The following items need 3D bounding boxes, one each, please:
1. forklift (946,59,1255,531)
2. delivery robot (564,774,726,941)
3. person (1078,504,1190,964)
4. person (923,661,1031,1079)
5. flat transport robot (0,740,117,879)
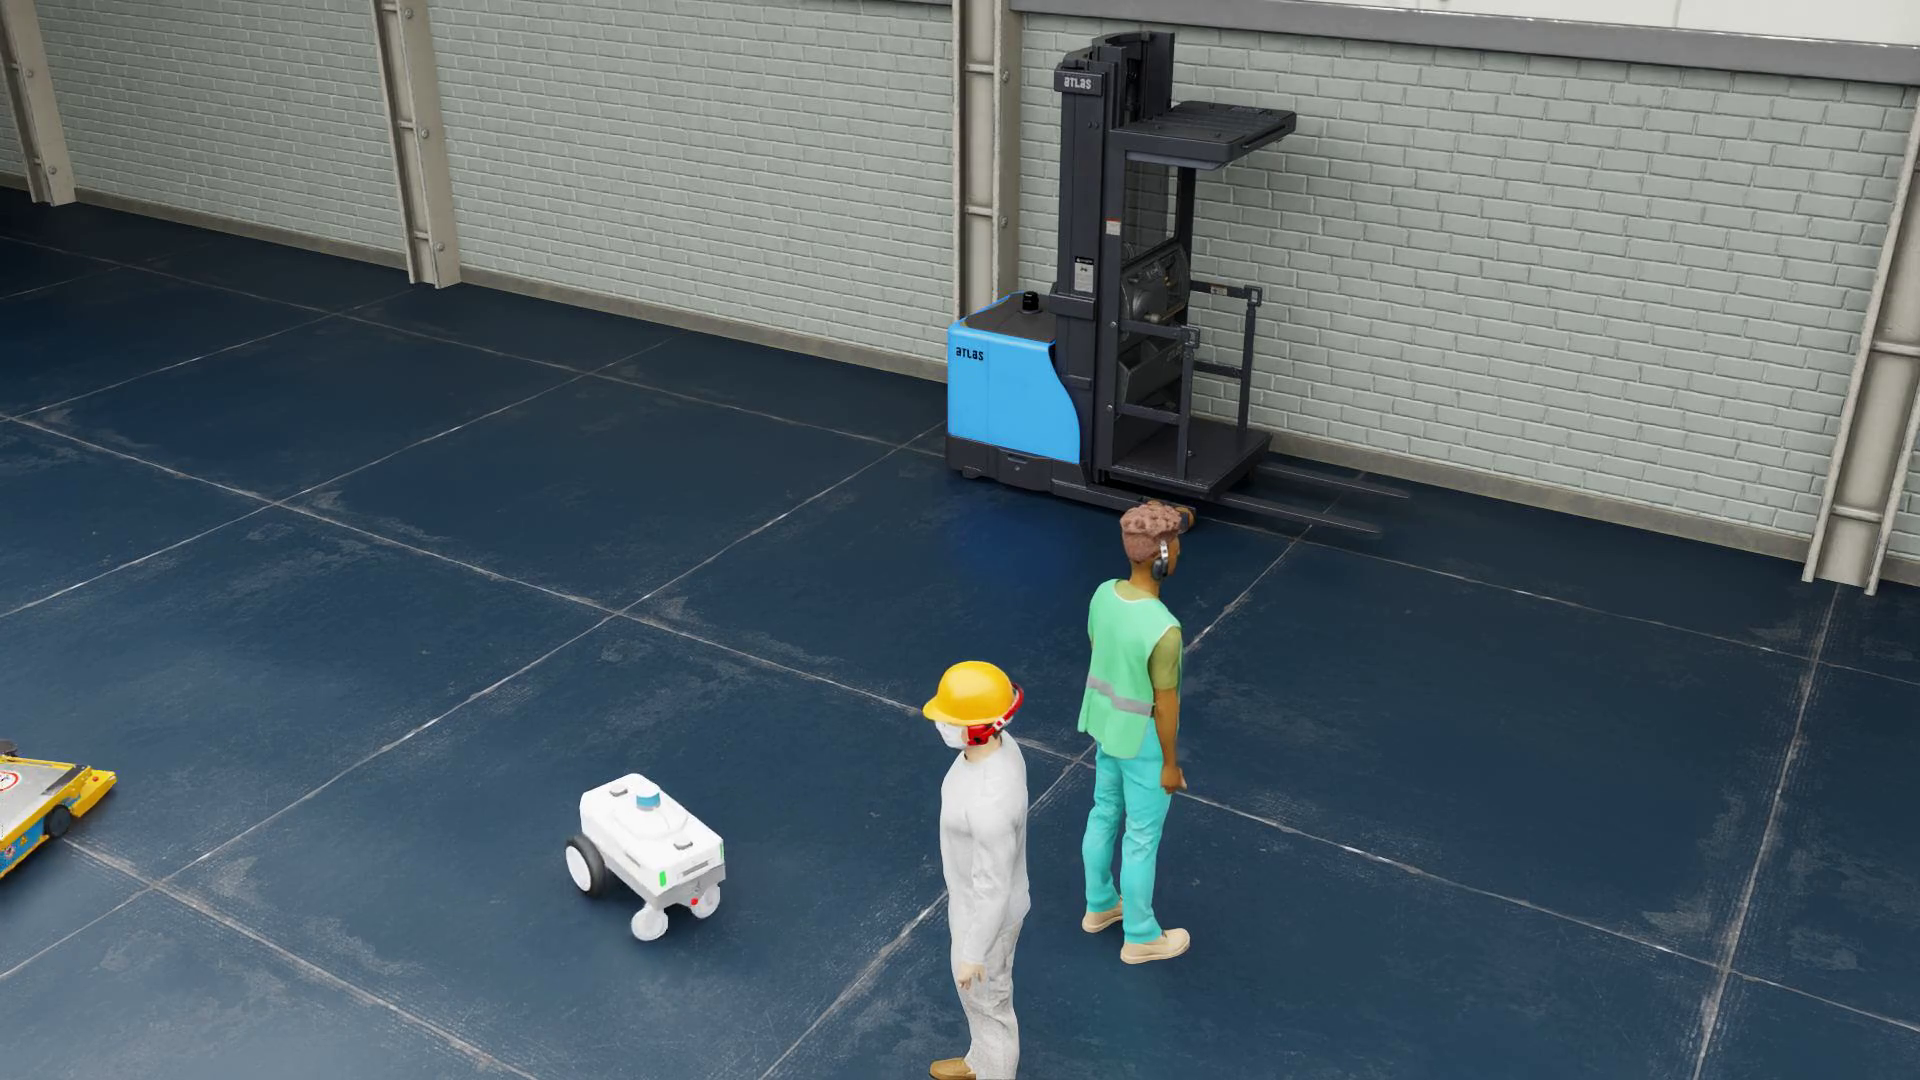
[{"bbox_3d":[0.933,-1.707,10.833,1.873,2.768,1.129,15,29,28],"label":"forklift"},{"bbox_3d":[-1.339,1.314,7.151,0.504,0.600,0.771,-20,32,-37],"label":"delivery robot"},{"bbox_3d":[0.686,0.780,6.613,0.411,1.978,0.483,-14,29,-27],"label":"person"},{"bbox_3d":[0.062,1.246,5.724,0.360,1.895,0.560,-1,25,-2],"label":"person"},{"bbox_3d":[-4.488,1.368,7.364,0.659,0.231,1.431,5,26,9],"label":"flat transport robot"}]
